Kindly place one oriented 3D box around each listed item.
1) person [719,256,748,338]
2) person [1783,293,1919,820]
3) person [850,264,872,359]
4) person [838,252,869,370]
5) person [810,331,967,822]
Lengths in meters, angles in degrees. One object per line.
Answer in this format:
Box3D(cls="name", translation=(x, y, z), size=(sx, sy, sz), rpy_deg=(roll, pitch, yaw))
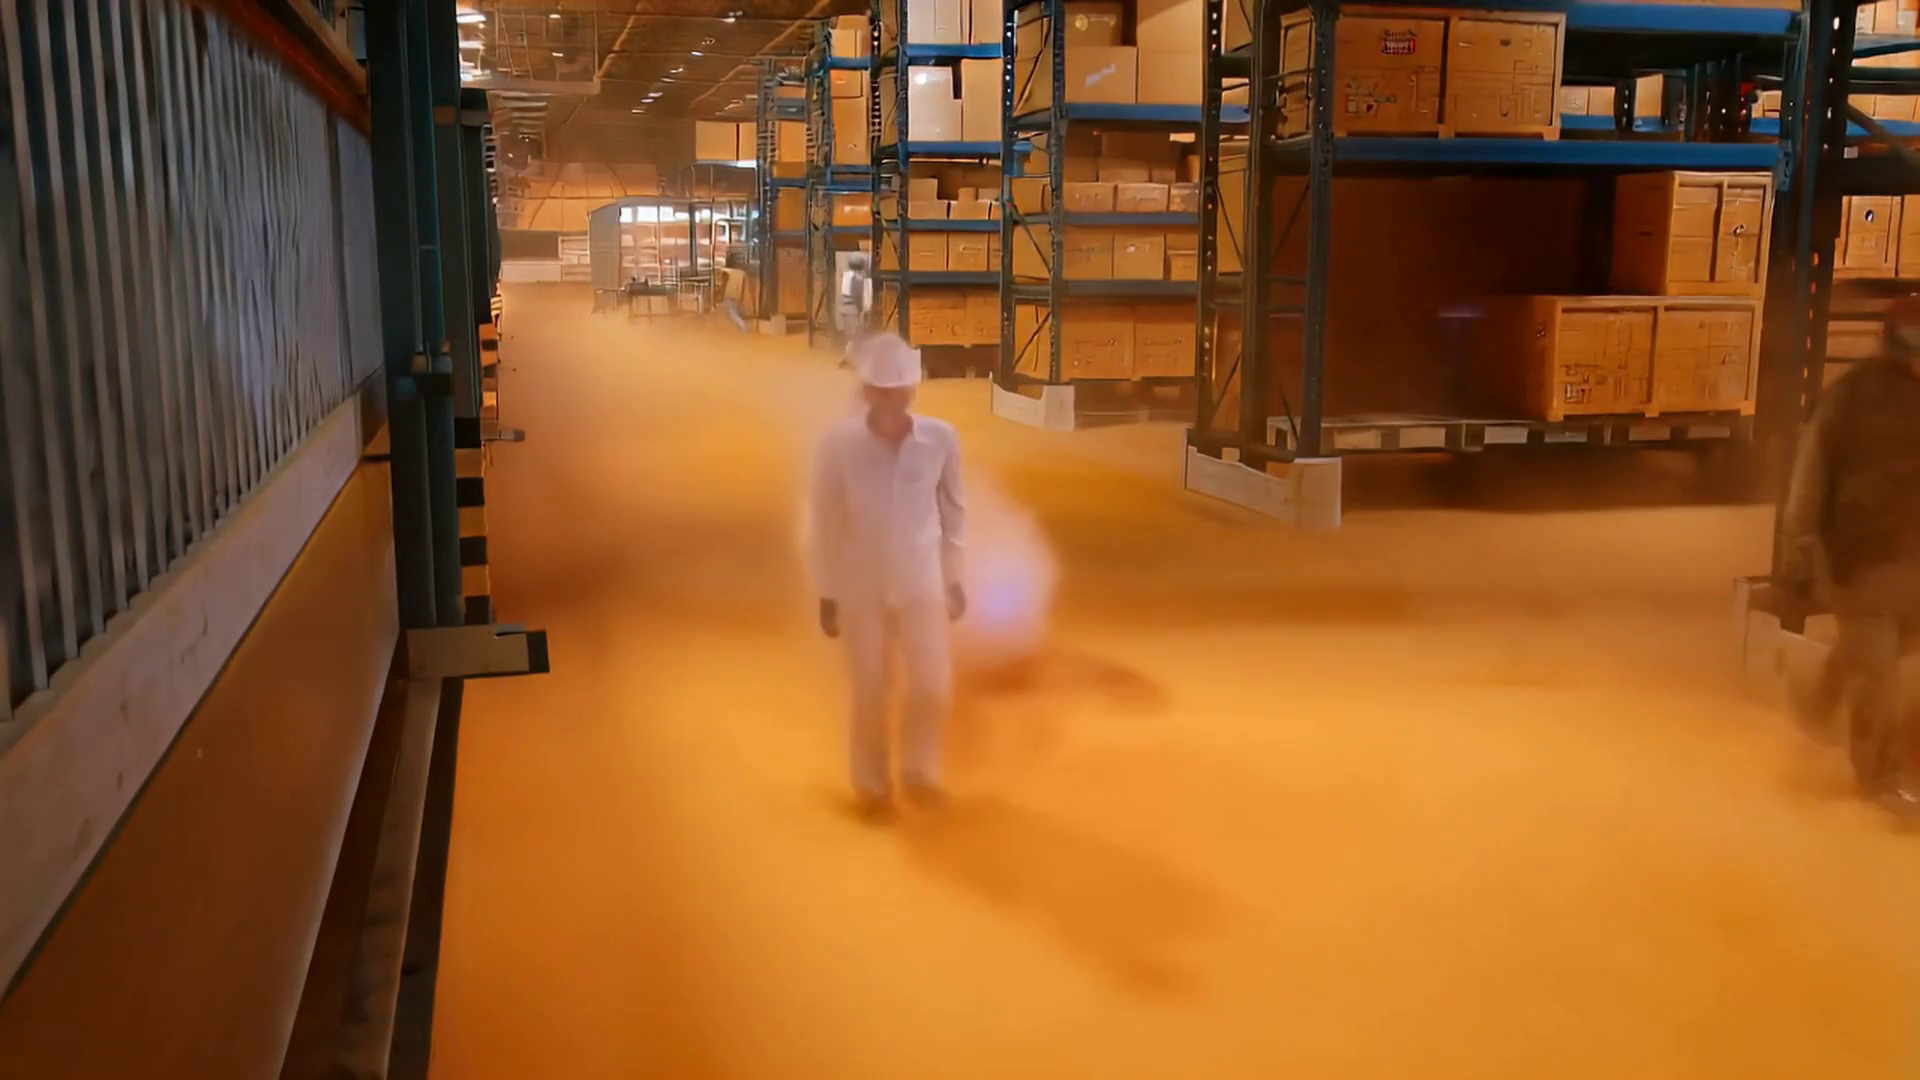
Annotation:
Box3D(cls="person", translation=(-4.962, -5.349, 36.693), size=(0.762, 1.815, 0.631), rpy_deg=(8, 13, 39))
Box3D(cls="person", translation=(3.424, 0.004, 6.244), size=(0.641, 1.869, 0.960), rpy_deg=(-2, 10, -9))
Box3D(cls="person", translation=(-1.667, -4.135, 29.971), size=(0.573, 1.751, 0.542), rpy_deg=(3, 10, 17))
Box3D(cls="person", translation=(-1.733, -3.751, 27.309), size=(0.626, 1.920, 0.600), rpy_deg=(9, 13, 41))
Box3D(cls="person", translation=(-0.242, 0.136, 5.837), size=(0.588, 1.733, 0.390), rpy_deg=(-3, 11, -19))
